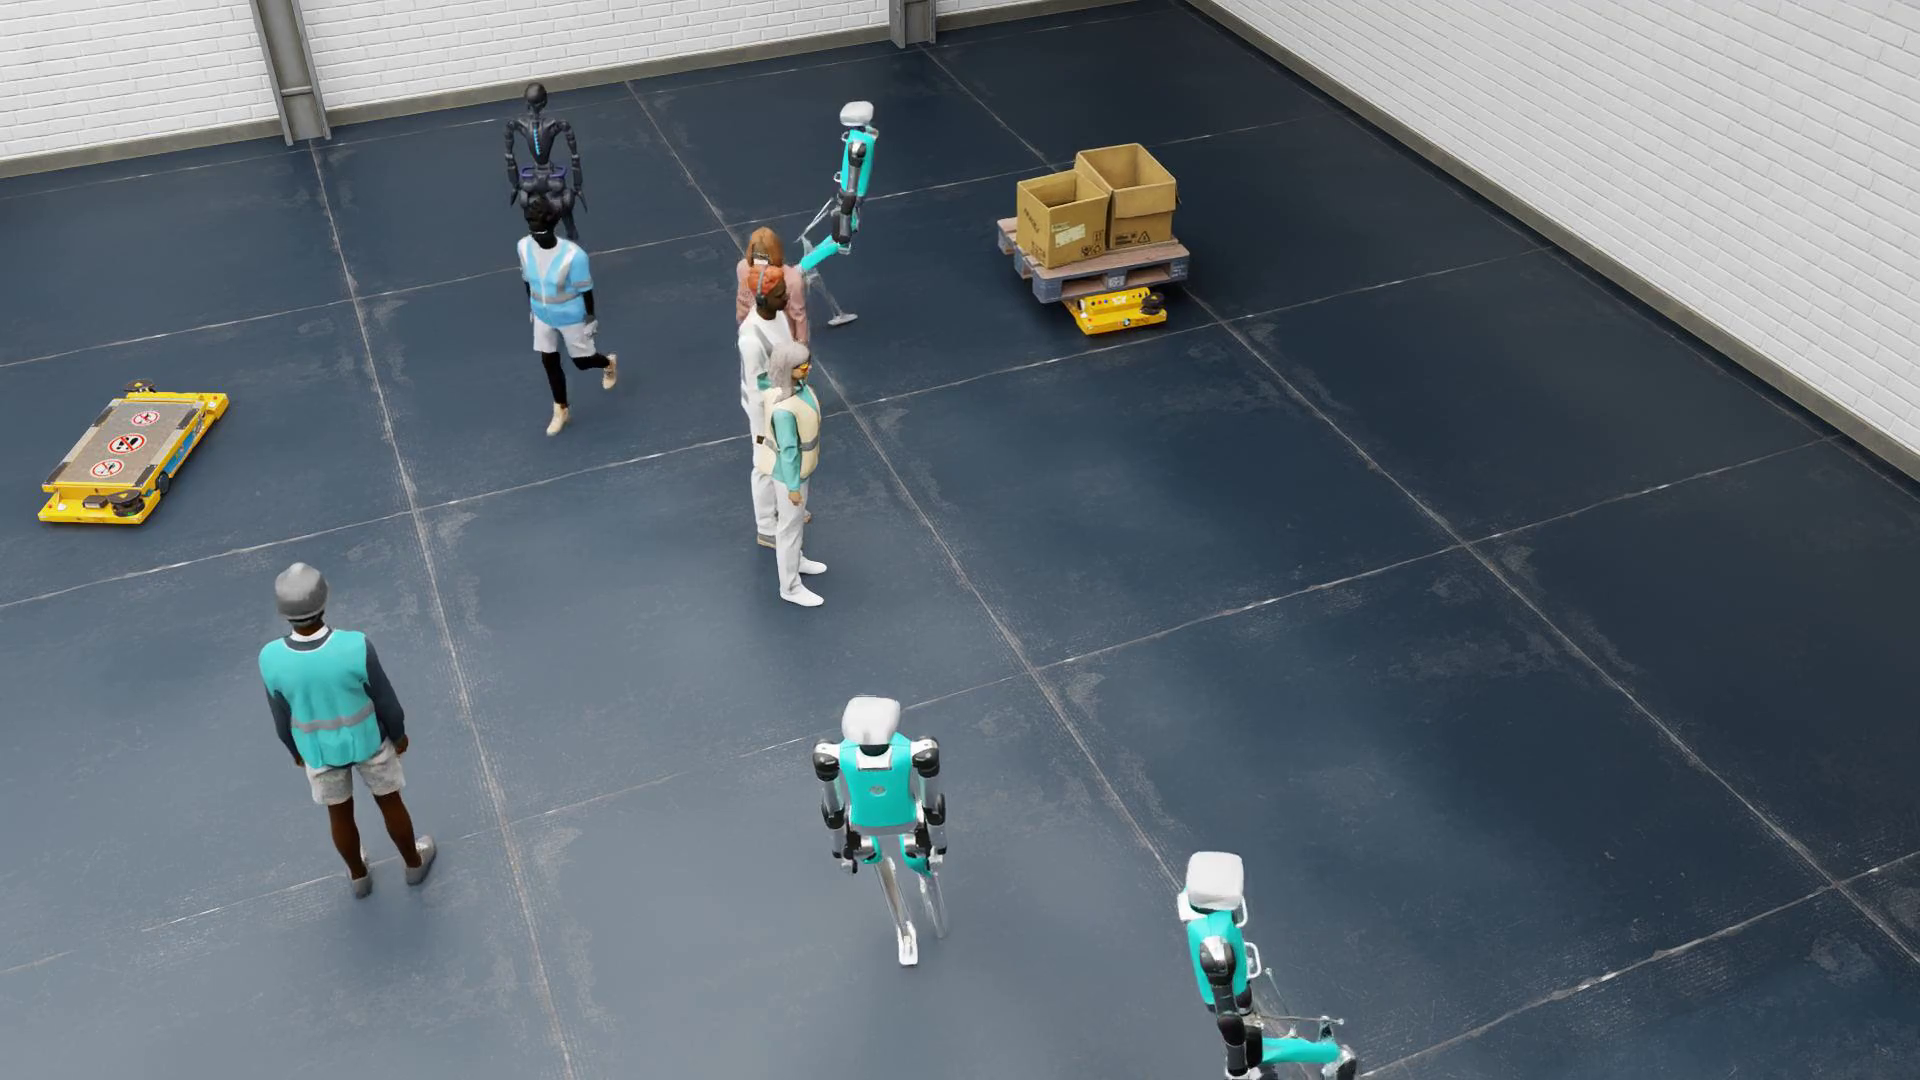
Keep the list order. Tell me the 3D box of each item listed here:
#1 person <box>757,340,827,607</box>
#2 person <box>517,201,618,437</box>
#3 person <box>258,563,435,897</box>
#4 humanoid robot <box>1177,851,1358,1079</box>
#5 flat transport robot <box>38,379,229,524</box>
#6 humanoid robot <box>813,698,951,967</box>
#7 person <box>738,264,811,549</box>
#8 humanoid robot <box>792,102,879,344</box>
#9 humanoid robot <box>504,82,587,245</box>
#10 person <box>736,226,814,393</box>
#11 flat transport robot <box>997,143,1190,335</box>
[{"bbox_3d":[-0.973,-0.399,9.609,0.365,1.708,0.474,1,38,1],"label":"person"},{"bbox_3d":[-2.634,-1.547,11.135,0.532,1.671,0.651,13,39,16],"label":"person"},{"bbox_3d":[-2.847,0.918,7.709,0.564,1.938,0.426,-9,38,-11],"label":"person"},{"bbox_3d":[1.327,1.904,6.640,1.029,1.757,0.531,0,38,-1],"label":"humanoid robot"},{"bbox_3d":[-5.475,-0.598,11.052,0.659,0.231,1.431,2,38,2],"label":"flat transport robot"},{"bbox_3d":[-0.323,1.278,7.468,0.570,1.835,0.723,0,38,0],"label":"humanoid robot"},{"bbox_3d":[-1.124,-0.805,9.998,0.355,1.881,0.574,6,38,8],"label":"person"},{"bbox_3d":[-1.007,-2.303,12.070,0.871,1.781,0.584,4,38,5],"label":"humanoid robot"},{"bbox_3d":[-3.141,-2.626,12.544,0.589,1.646,0.532,-3,38,-3],"label":"humanoid robot"},{"bbox_3d":[-1.211,-1.334,10.904,0.504,1.621,0.429,20,42,24],"label":"person"},{"bbox_3d":[1.029,-2.060,12.955,0.659,0.231,1.431,-12,39,-15],"label":"flat transport robot"}]
